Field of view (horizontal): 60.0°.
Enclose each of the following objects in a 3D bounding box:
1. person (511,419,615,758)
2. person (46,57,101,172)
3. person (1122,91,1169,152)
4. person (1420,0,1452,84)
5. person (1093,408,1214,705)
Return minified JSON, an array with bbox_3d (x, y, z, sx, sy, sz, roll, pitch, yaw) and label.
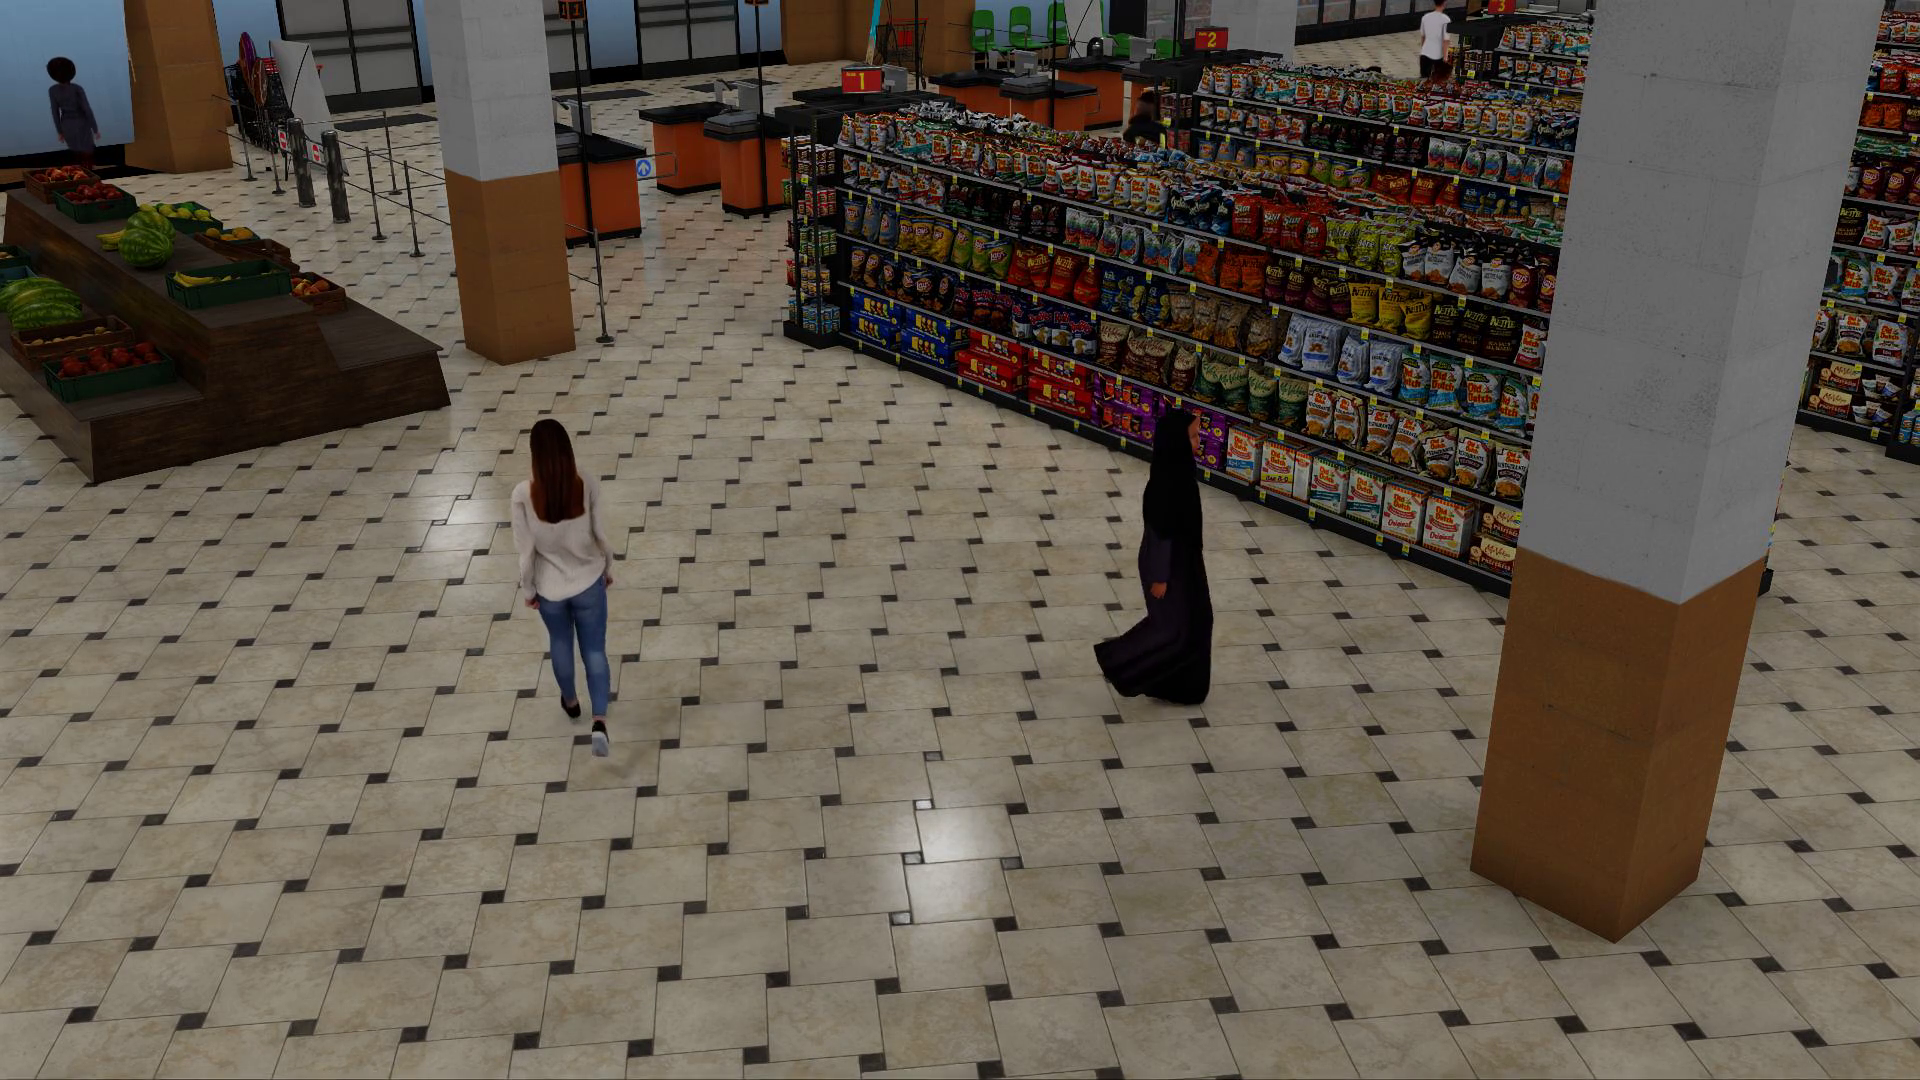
[{"bbox_3d":[-1.861,0.256,8.009,0.919,1.663,1.152,-6,24,-13],"label":"person"},{"bbox_3d":[-10.268,-4.692,19.289,0.999,1.685,1.093,0,24,0],"label":"person"},{"bbox_3d":[1.796,-3.403,16.138,0.813,1.850,0.782,-13,27,-27],"label":"person"},{"bbox_3d":[7.043,-7.240,24.932,0.961,1.829,0.838,19,30,36],"label":"person"},{"bbox_3d":[0.999,0.097,8.443,0.950,1.605,0.849,6,24,14],"label":"person"}]
